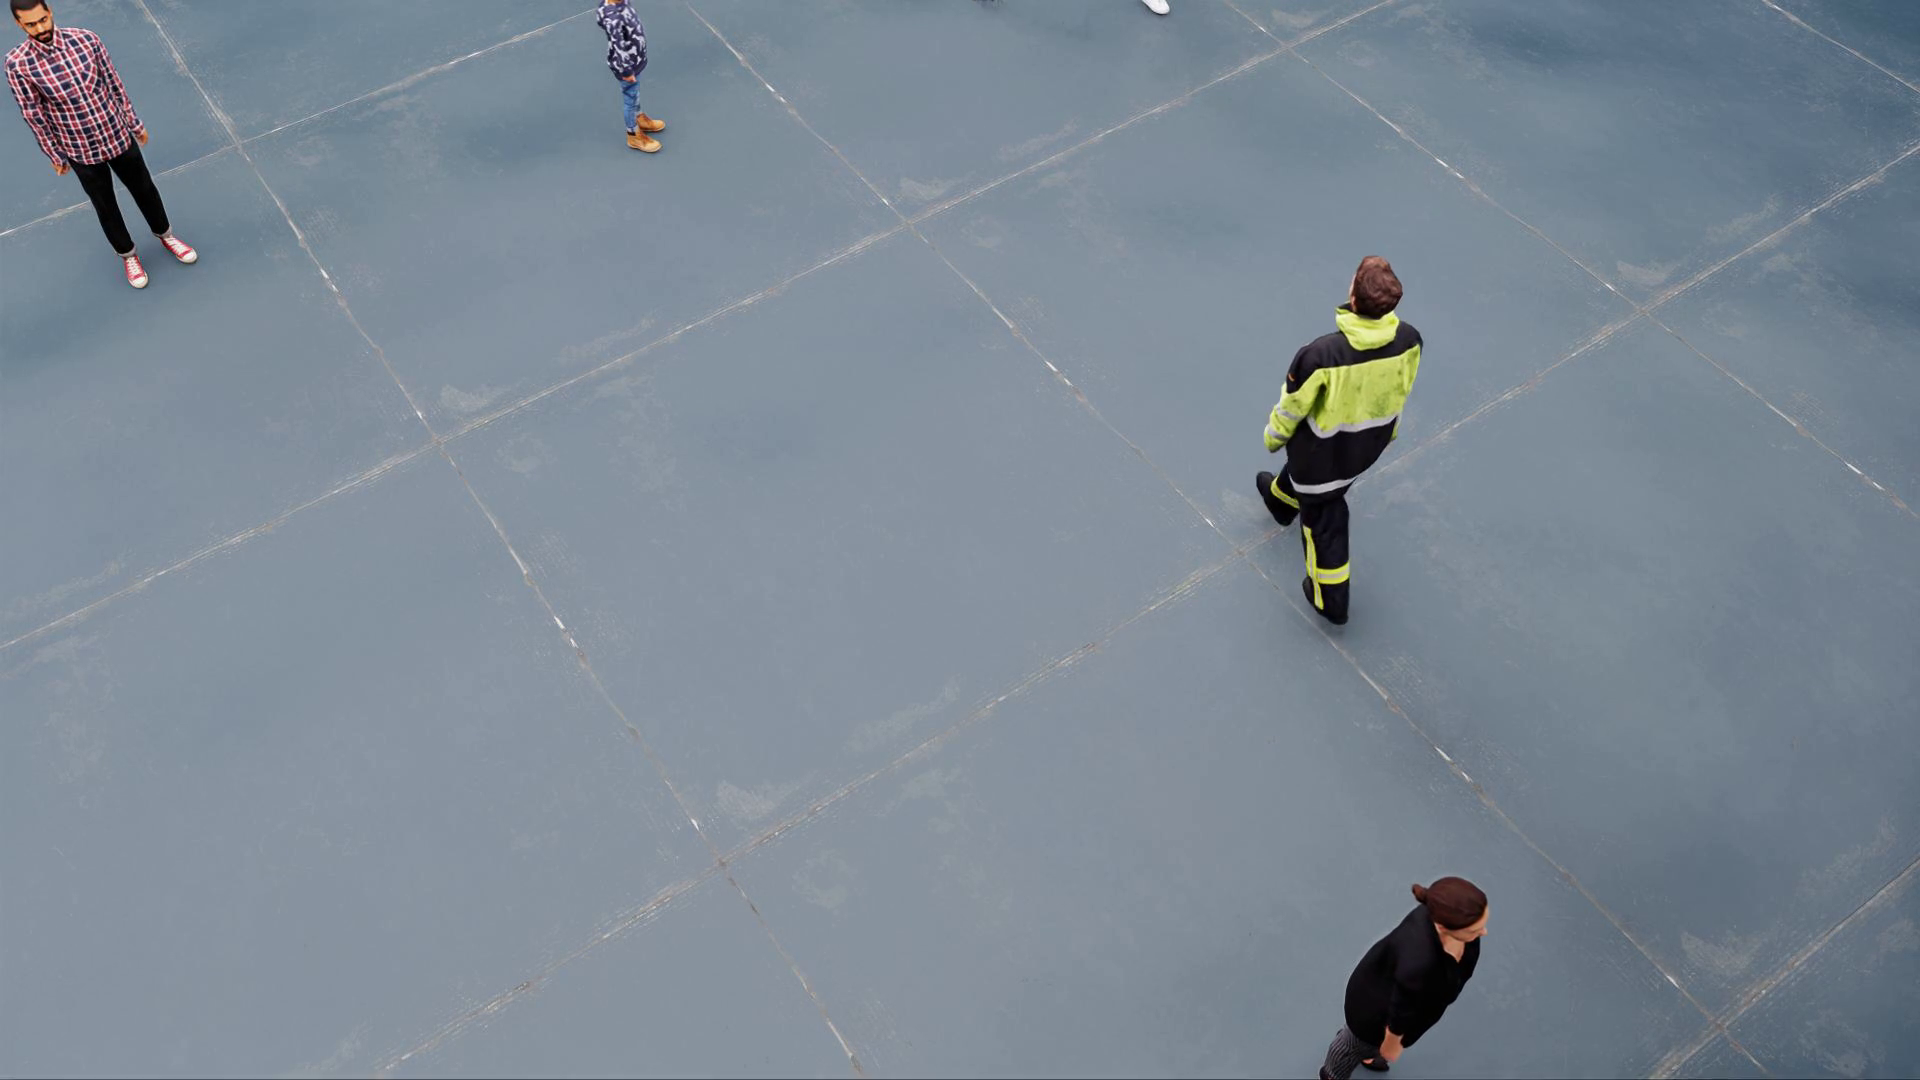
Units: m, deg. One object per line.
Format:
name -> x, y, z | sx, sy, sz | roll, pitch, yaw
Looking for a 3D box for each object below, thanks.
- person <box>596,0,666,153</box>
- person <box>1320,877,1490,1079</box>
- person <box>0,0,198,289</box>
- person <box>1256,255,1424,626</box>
person -> -1.982, -2.887, 9.856 | 0.649, 1.251, 0.579 | 1, 52, 1
person -> 1.581, 1.647, 6.054 | 0.664, 1.712, 0.694 | 33, 59, 23
person -> -4.679, -2.181, 8.987 | 0.714, 1.761, 0.636 | -36, 60, -24
person -> 1.720, -0.400, 7.497 | 0.956, 1.937, 1.299 | -18, 54, -13
